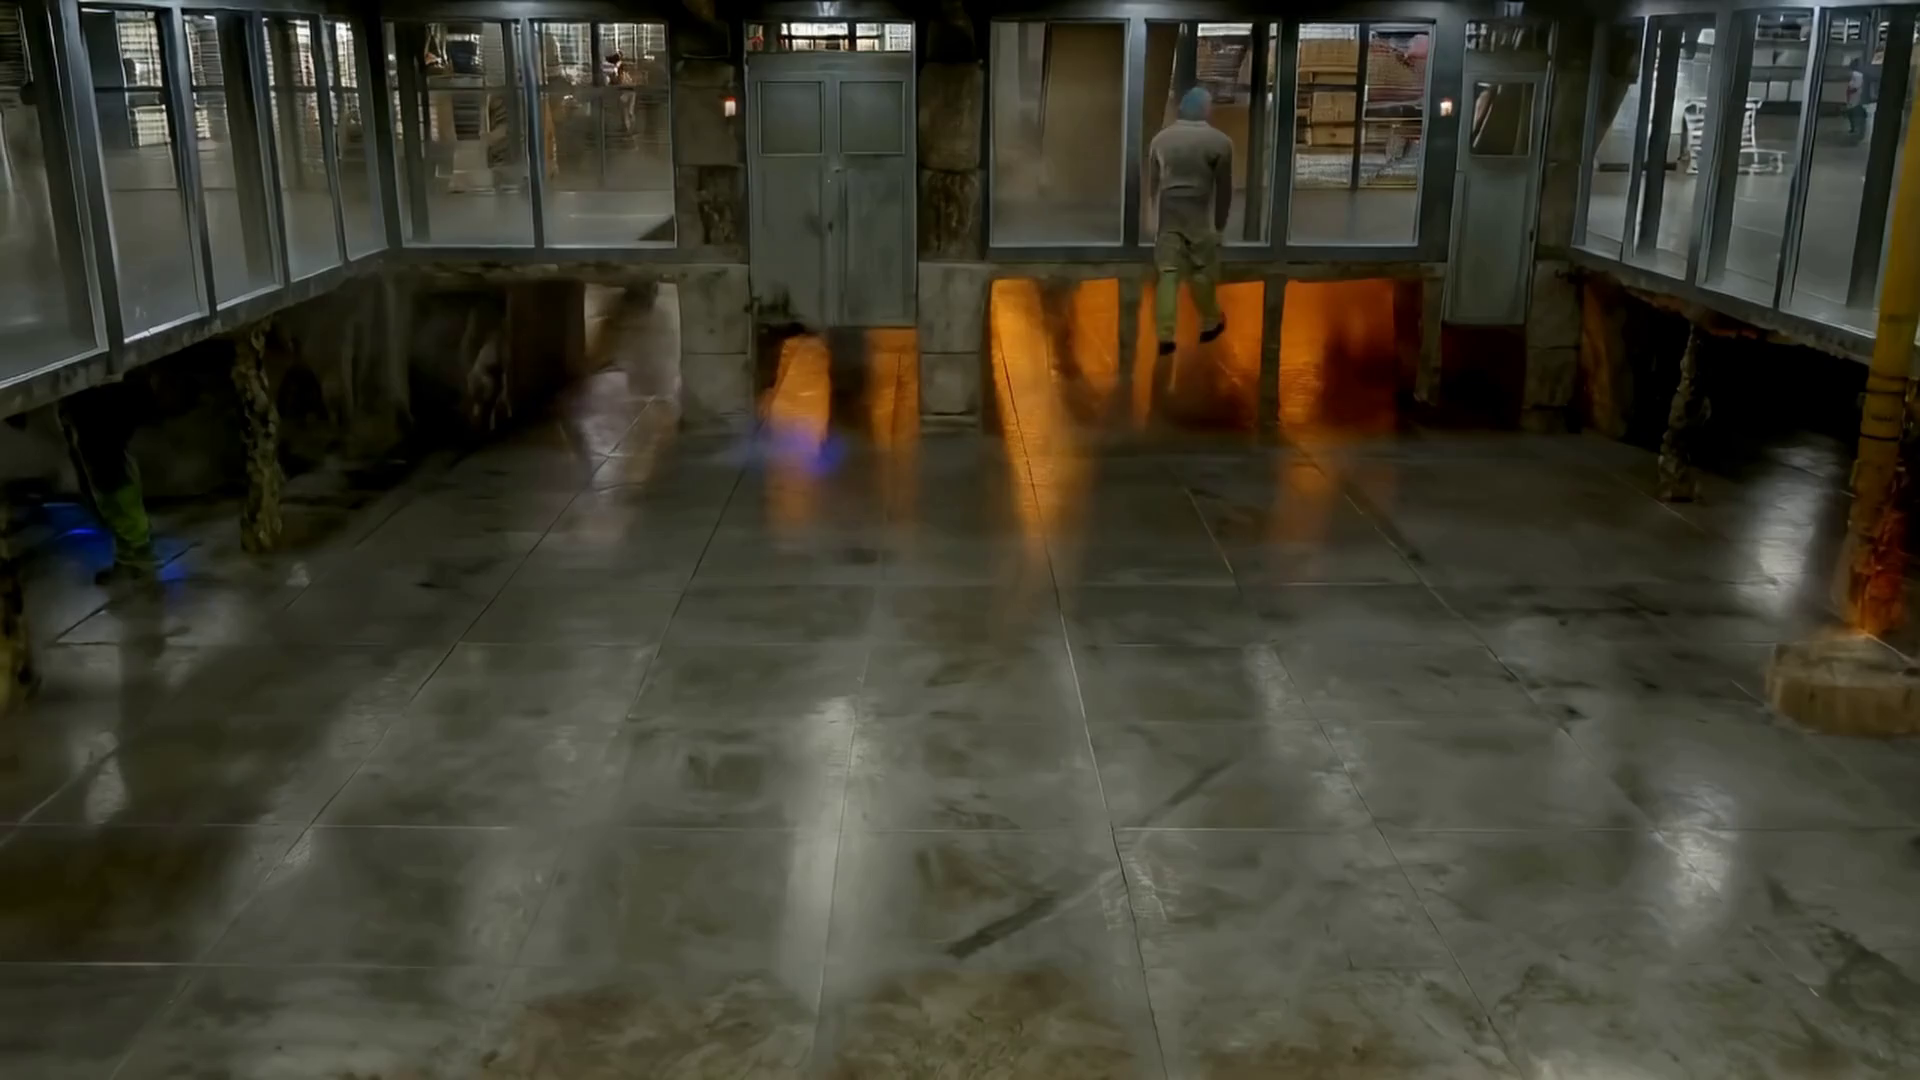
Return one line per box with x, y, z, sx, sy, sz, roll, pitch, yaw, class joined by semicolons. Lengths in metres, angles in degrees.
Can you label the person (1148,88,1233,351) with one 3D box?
1.684;-2.335;12.127;0.660;1.853;0.983;7;18;23;person
